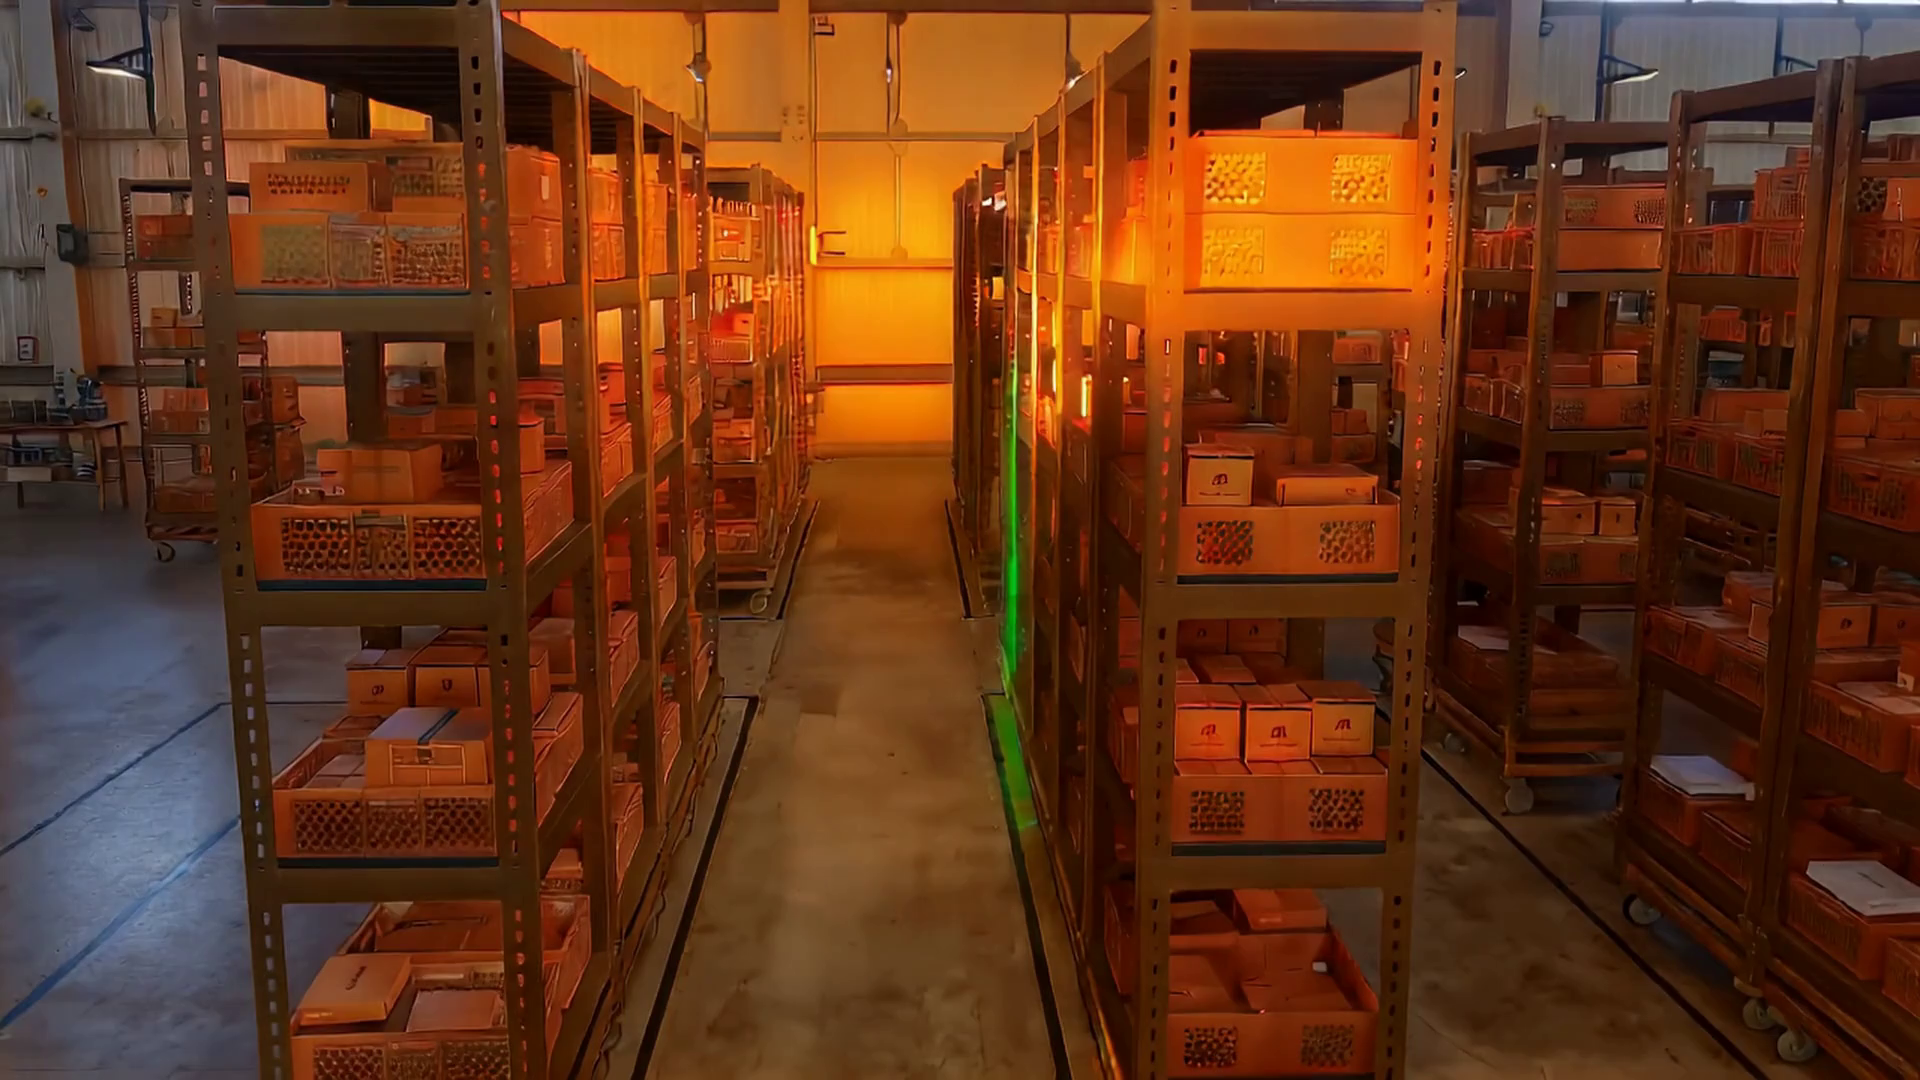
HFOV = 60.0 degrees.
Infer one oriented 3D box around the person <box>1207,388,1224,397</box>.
[{"bbox_3d":[2.137,-0.383,14.030,0.591,1.815,0.640,-2,10,-10],"label":"person"}]
